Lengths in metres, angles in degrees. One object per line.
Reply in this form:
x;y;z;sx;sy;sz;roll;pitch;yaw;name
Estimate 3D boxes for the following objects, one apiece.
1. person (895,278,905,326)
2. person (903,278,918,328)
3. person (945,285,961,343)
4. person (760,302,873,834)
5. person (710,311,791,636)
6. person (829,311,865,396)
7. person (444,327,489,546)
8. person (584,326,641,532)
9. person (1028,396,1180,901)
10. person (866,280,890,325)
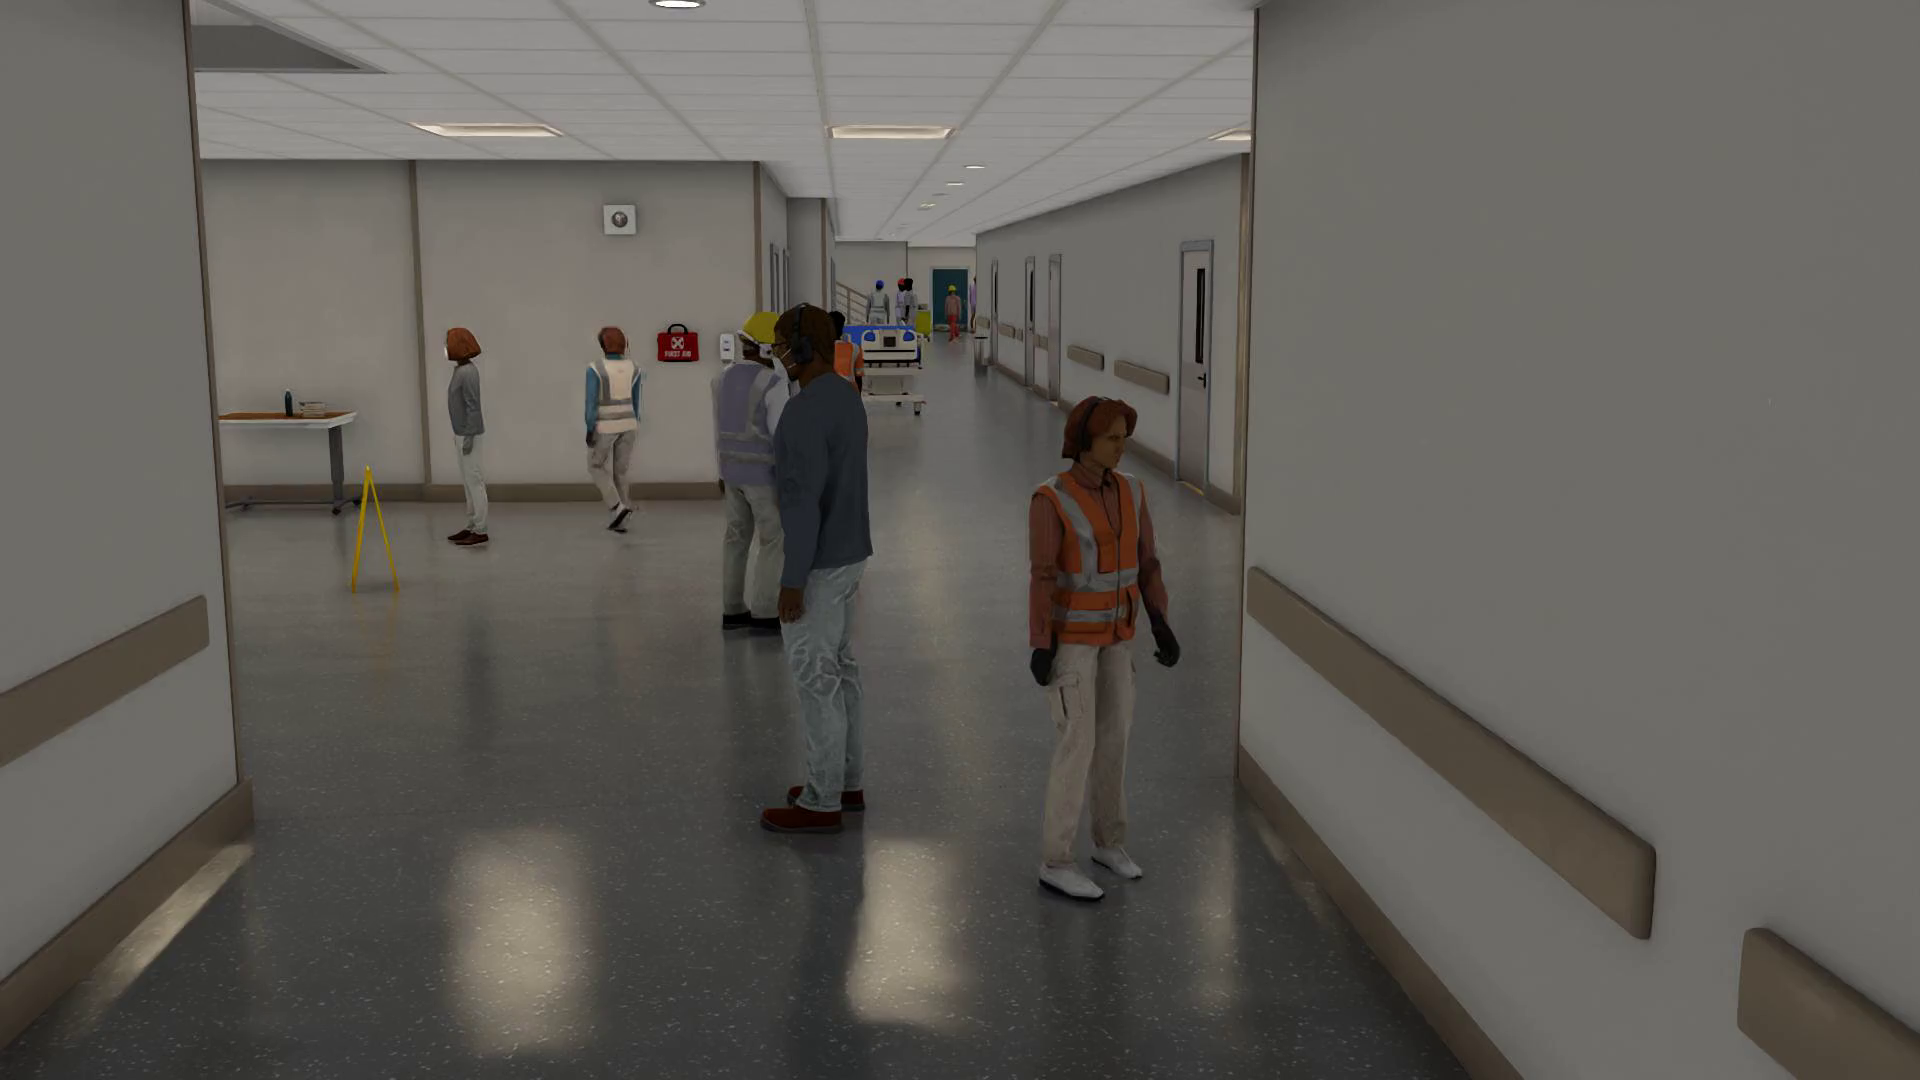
-1.540;-5.966;44.149;0.361;1.935;0.544;-2;9;-14;person
-1.302;-5.850;43.379;0.388;1.951;0.619;3;10;18;person
-0.184;-6.740;49.633;0.534;1.740;0.811;6;11;33;person
-0.517;0.100;6.104;0.384;1.928;0.636;2;9;10;person
-1.175;-0.374;9.398;0.697;1.818;0.411;8;12;42;person
-1.132;-1.262;15.354;0.532;1.697;0.322;-4;10;-24;person
-3.719;-0.774;12.496;0.279;1.633;0.500;-4;10;-26;person
-2.738;-0.864;13.082;0.369;1.627;0.523;9;13;44;person
0.460;0.342;5.511;0.419;1.627;0.534;9;13;44;person
-2.179;-5.961;44.263;0.647;1.899;0.798;-2;9;-11;person
